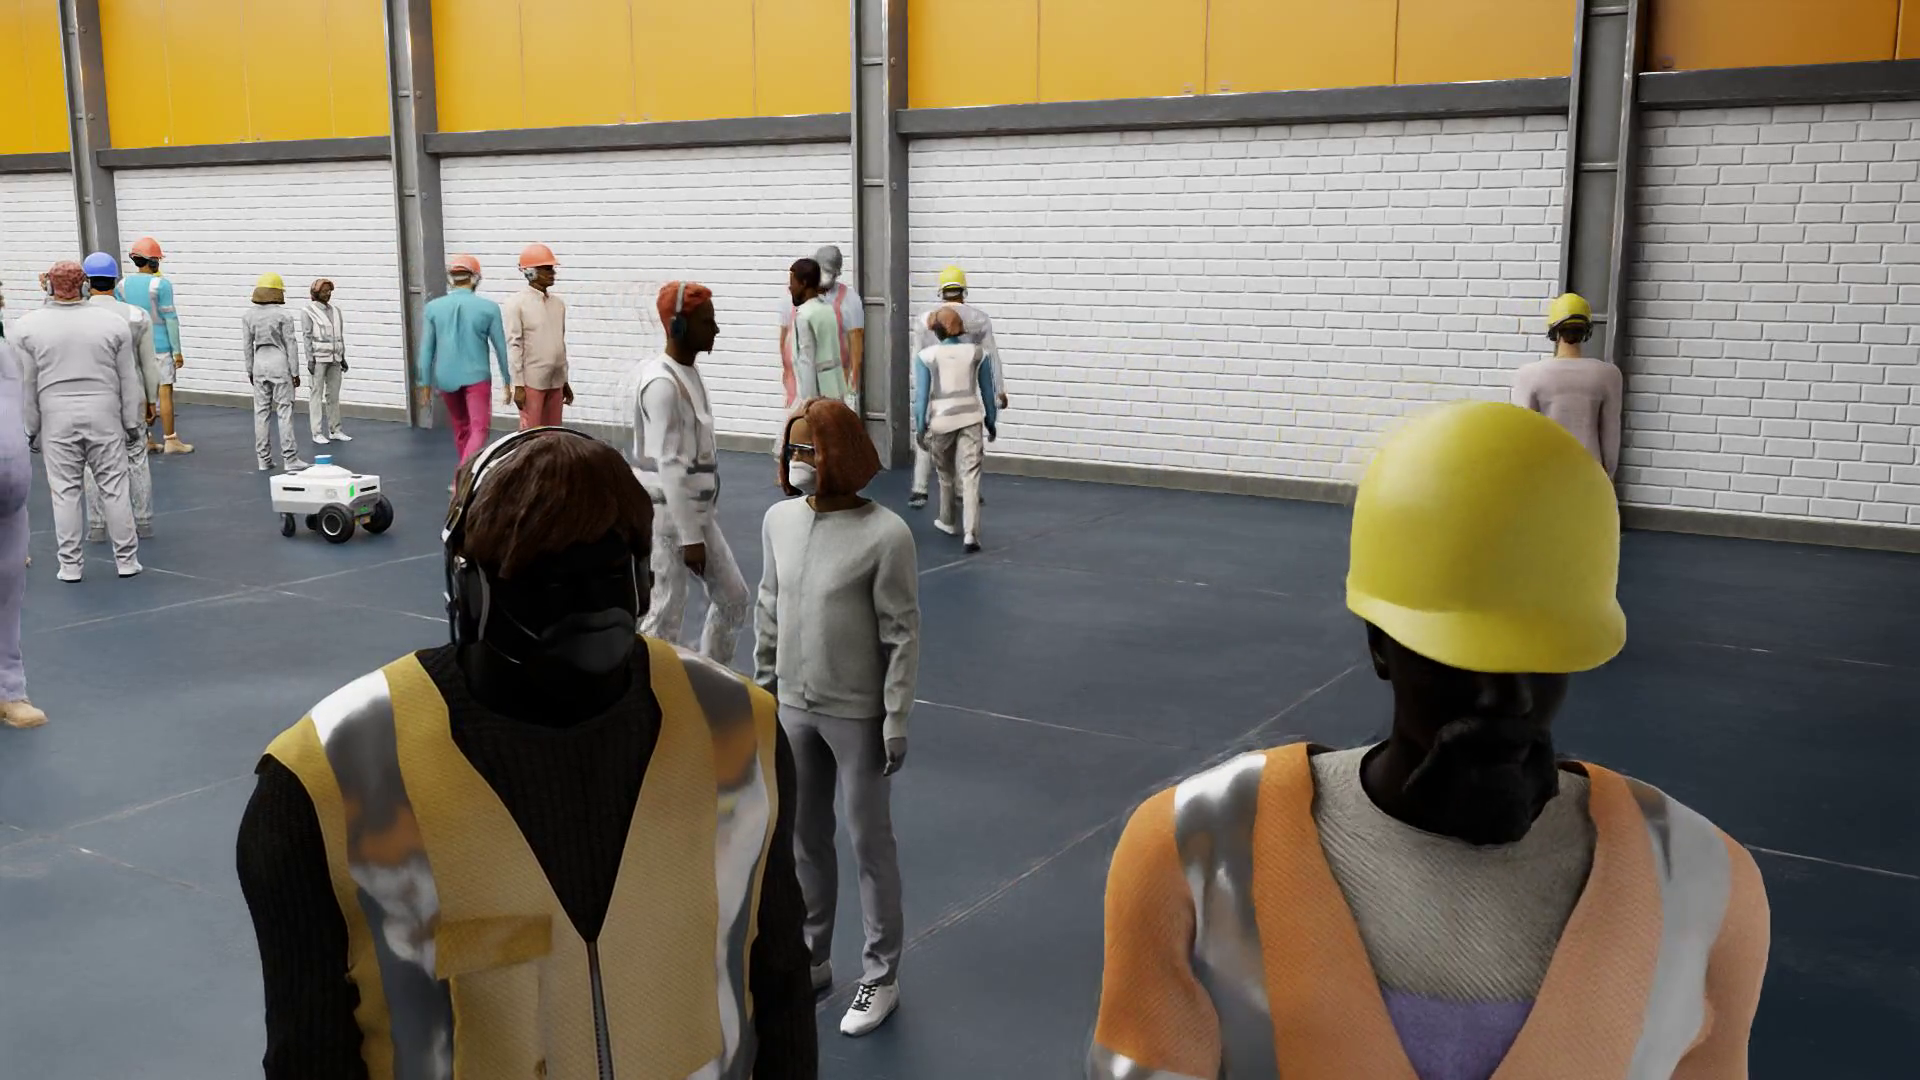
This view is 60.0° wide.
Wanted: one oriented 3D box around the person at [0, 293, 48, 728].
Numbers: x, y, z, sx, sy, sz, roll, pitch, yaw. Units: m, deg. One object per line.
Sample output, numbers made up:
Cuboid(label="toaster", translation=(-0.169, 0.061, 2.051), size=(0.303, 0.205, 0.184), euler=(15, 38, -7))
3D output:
Cuboid(label="person", translation=(-4.240, -0.232, 6.914), size=(0.829, 2.000, 0.704), euler=(5, 11, 25))

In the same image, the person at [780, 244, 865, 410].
Cuboid(label="person", translation=(-1.114, -1.403, 13.406), size=(0.703, 2.000, 0.592), euler=(1, 10, 3))

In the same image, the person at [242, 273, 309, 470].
Cuboid(label="person", translation=(-6.053, -1.482, 14.690), size=(0.494, 1.734, 0.314), euler=(2, 10, 9))

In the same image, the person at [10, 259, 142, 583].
Cuboid(label="person", translation=(-5.225, -0.700, 9.881), size=(0.642, 1.909, 0.399), euler=(-6, 12, -28))

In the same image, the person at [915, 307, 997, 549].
Cuboid(label="person", translation=(-0.023, -0.751, 11.061), size=(0.565, 1.583, 0.871), euler=(-1, 10, -7))

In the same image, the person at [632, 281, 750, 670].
Cuboid(label="person", translation=(-1.023, -0.073, 6.531), size=(0.643, 1.860, 0.611), euler=(1, 10, 5))

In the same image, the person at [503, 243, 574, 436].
Cuboid(label="person", translation=(-3.071, -1.164, 12.200), size=(0.375, 1.997, 0.612), euler=(5, 11, 25))

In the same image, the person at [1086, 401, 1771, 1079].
Cuboid(label="person", translation=(0.402, 0.826, 1.486), size=(0.596, 1.911, 0.672), euler=(1, 10, 8))

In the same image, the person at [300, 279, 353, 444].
Cuboid(label="person", translation=(-6.349, -1.785, 16.635), size=(0.307, 1.641, 0.511), euler=(5, 11, 24))

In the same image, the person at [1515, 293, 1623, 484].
Cuboid(label="person", translation=(2.956, -0.321, 8.179), size=(0.533, 1.765, 0.330), euler=(0, 10, 3))

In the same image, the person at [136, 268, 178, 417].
Cuboid(label="person", translation=(-9.256, -2.294, 19.102), size=(0.317, 1.769, 0.522), euler=(-9, 13, -40))

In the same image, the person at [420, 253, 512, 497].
Cuboid(label="person", translation=(-3.791, -1.232, 12.765), size=(0.673, 1.946, 0.997), euler=(1, 10, 4))

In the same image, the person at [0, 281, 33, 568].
Cuboid(label="person", translation=(-5.975, -0.721, 10.203), size=(0.346, 1.836, 0.518), euler=(-7, 13, -35))

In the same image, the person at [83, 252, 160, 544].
Cuboid(label="person", translation=(-5.695, -0.944, 11.146), size=(0.607, 1.942, 0.413), euler=(-7, 12, -33))

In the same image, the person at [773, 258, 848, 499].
Cuboid(label="person", translation=(-1.049, -0.965, 11.363), size=(0.550, 1.896, 0.633), euler=(3, 11, 14))

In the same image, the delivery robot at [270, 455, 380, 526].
Cuboid(label="delivery robot", translation=(-4.334, -0.335, 11.345), size=(0.707, 0.478, 0.477), euler=(3, 11, 17))

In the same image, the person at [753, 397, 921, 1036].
Cuboid(label="person", translation=(-0.331, 0.446, 4.285), size=(0.507, 1.633, 0.276), euler=(7, 12, 35))

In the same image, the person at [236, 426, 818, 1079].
Cuboid(label="person", translation=(-0.439, 0.784, 1.877), size=(0.619, 1.836, 0.430), euler=(-5, 12, -28))

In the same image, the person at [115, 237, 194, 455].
Cuboid(label="person", translation=(-7.597, -1.815, 15.676), size=(0.605, 2.045, 0.378), euler=(3, 11, 14))

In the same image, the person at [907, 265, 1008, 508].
Cuboid(label="person", translation=(-0.022, -1.137, 12.532), size=(0.751, 1.834, 0.448), euler=(1, 10, 6))
